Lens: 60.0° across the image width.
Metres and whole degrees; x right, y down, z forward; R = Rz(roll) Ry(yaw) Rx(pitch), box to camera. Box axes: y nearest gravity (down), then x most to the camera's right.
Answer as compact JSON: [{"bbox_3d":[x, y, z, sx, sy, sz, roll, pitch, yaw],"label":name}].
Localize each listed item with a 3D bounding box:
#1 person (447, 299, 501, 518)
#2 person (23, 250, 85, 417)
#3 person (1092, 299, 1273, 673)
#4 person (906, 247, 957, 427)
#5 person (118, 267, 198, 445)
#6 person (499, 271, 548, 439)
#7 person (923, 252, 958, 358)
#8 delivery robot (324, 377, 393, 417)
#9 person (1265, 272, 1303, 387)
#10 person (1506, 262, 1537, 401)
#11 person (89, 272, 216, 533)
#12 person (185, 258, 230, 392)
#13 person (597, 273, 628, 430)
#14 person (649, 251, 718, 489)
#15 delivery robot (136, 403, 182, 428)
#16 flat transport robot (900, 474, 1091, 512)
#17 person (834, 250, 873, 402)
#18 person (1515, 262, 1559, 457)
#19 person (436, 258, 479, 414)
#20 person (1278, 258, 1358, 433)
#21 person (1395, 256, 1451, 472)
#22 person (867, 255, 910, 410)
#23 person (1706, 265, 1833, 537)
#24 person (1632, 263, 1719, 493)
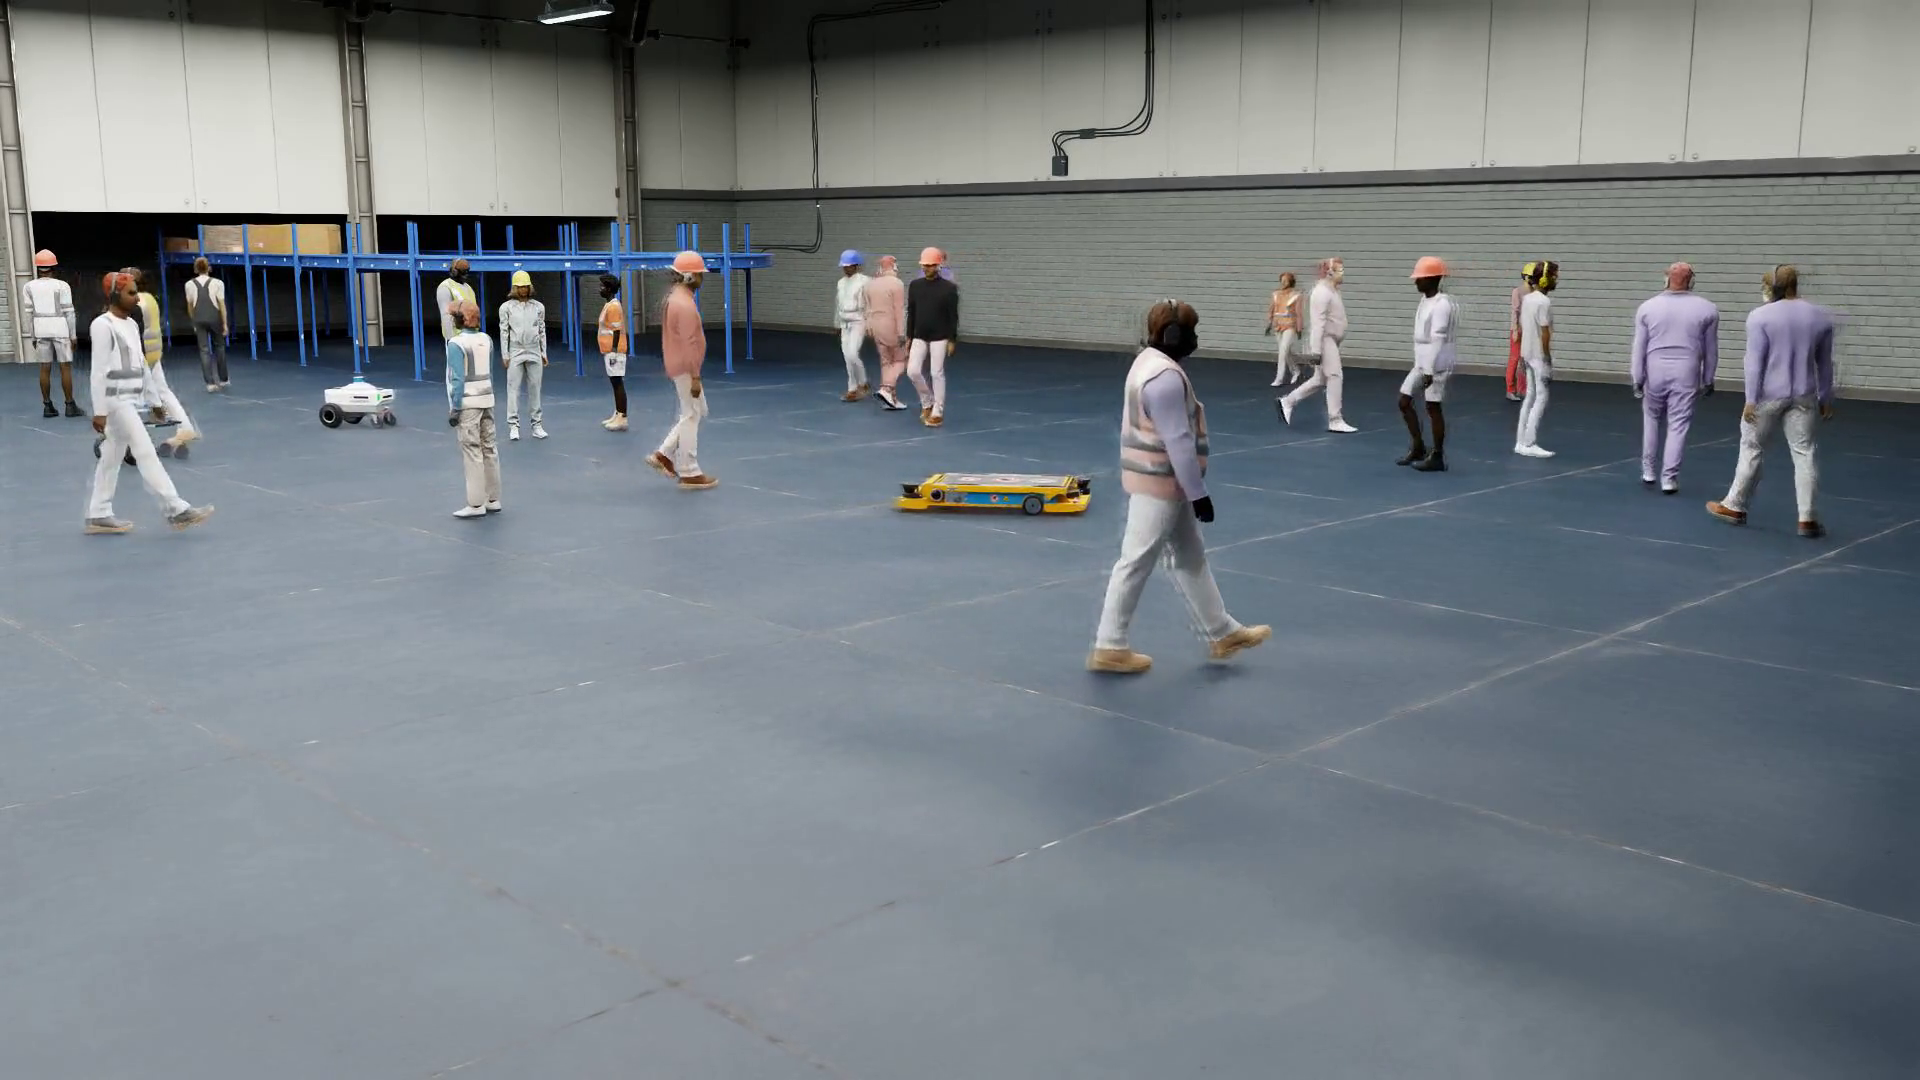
[{"bbox_3d":[-3.675,-0.993,12.541,0.310,1.638,0.523,3,11,16],"label":"person"},{"bbox_3d":[-10.613,-2.415,19.469,0.545,1.942,0.352,-1,10,-3],"label":"person"},{"bbox_3d":[1.079,-0.251,8.050,0.916,1.795,0.635,1,10,4],"label":"person"},{"bbox_3d":[-0.330,-2.244,18.425,0.645,1.976,0.433,5,12,27],"label":"person"},{"bbox_3d":[-8.182,-1.827,16.665,0.943,1.801,0.639,-1,10,-7],"label":"person"},{"bbox_3d":[-4.544,-1.933,17.381,0.494,1.743,0.303,-7,12,-32],"label":"person"},{"bbox_3d":[-0.341,-4.066,28.794,0.581,1.829,0.456,5,11,25],"label":"person"},{"bbox_3d":[-6.702,-1.580,18.560,0.707,0.478,0.477,2,11,12],"label":"delivery robot"},{"bbox_3d":[4.642,-2.990,23.527,0.807,1.605,0.514,-9,14,-39],"label":"person"},{"bbox_3d":[7.268,-2.672,21.360,0.524,1.764,0.329,-7,12,-33],"label":"person"},{"bbox_3d":[-5.810,-0.963,11.811,0.942,1.839,0.611,-2,11,-9],"label":"person"},{"bbox_3d":[-10.267,-2.948,22.753,0.522,1.796,0.912,-3,11,-15],"label":"person"},{"bbox_3d":[-3.806,-2.063,18.214,0.316,1.695,0.541,-3,11,-15],"label":"person"},{"bbox_3d":[-2.292,-1.414,13.895,0.470,1.981,0.645,-3,11,-18],"label":"person"},{"bbox_3d":[-7.706,-1.179,15.664,0.335,0.223,0.698,6,12,30],"label":"delivery robot"},{"bbox_3d":[0.290,-0.378,13.034,1.431,0.197,0.652,2,10,8],"label":"flat transport robot"},{"bbox_3d":[-1.373,-2.714,21.131,0.444,1.924,0.651,-10,15,-44],"label":"person"},{"bbox_3d":[5.558,-1.733,16.069,0.292,1.857,0.606,-1,10,-4],"label":"person"},{"bbox_3d":[-5.908,-2.406,19.708,0.429,1.838,0.621,2,11,11],"label":"person"},{"bbox_3d":[3.897,-2.115,18.015,0.820,1.876,0.651,4,11,19],"label":"person"},{"bbox_3d":[4.150,-1.573,14.929,0.566,1.916,0.588,-1,10,-4],"label":"person"},{"bbox_3d":[-0.845,-2.504,20.132,0.445,1.873,0.698,-9,14,-40],"label":"person"},{"bbox_3d":[5.900,-1.016,11.971,0.706,1.894,0.829,0,10,-2],"label":"person"},{"bbox_3d":[5.960,-1.355,13.870,0.642,1.874,0.863,6,12,28],"label":"person"}]
